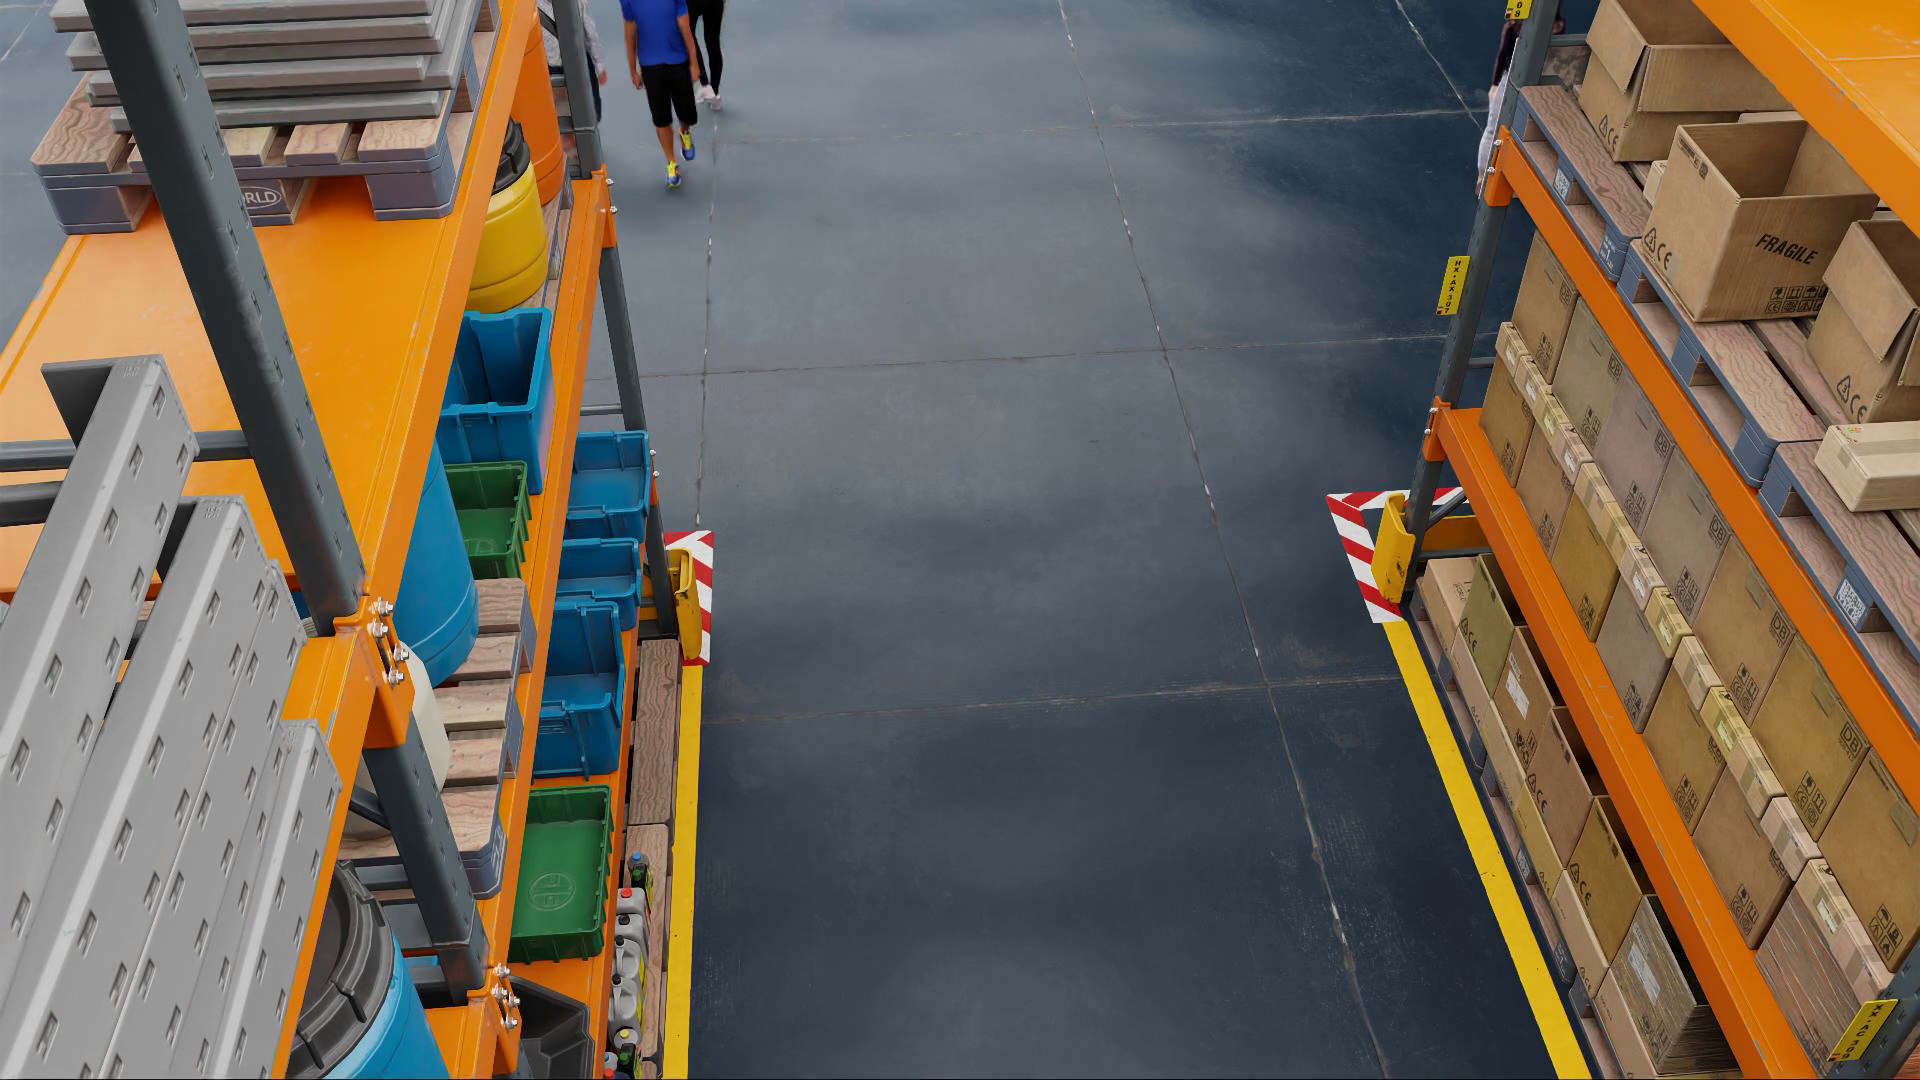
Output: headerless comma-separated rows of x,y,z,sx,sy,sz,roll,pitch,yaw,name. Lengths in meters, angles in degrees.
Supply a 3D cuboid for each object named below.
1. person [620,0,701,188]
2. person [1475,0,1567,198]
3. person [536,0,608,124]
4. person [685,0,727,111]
-2.130,-3.476,11.979,0.665,1.846,0.822,-1,42,-1,person
4.000,-3.207,11.861,0.595,1.607,0.523,-2,42,-3,person
-2.827,-3.398,11.933,0.893,1.794,1.101,-20,46,-21,person
-1.948,-4.092,12.741,0.687,1.735,0.724,-18,45,-18,person
